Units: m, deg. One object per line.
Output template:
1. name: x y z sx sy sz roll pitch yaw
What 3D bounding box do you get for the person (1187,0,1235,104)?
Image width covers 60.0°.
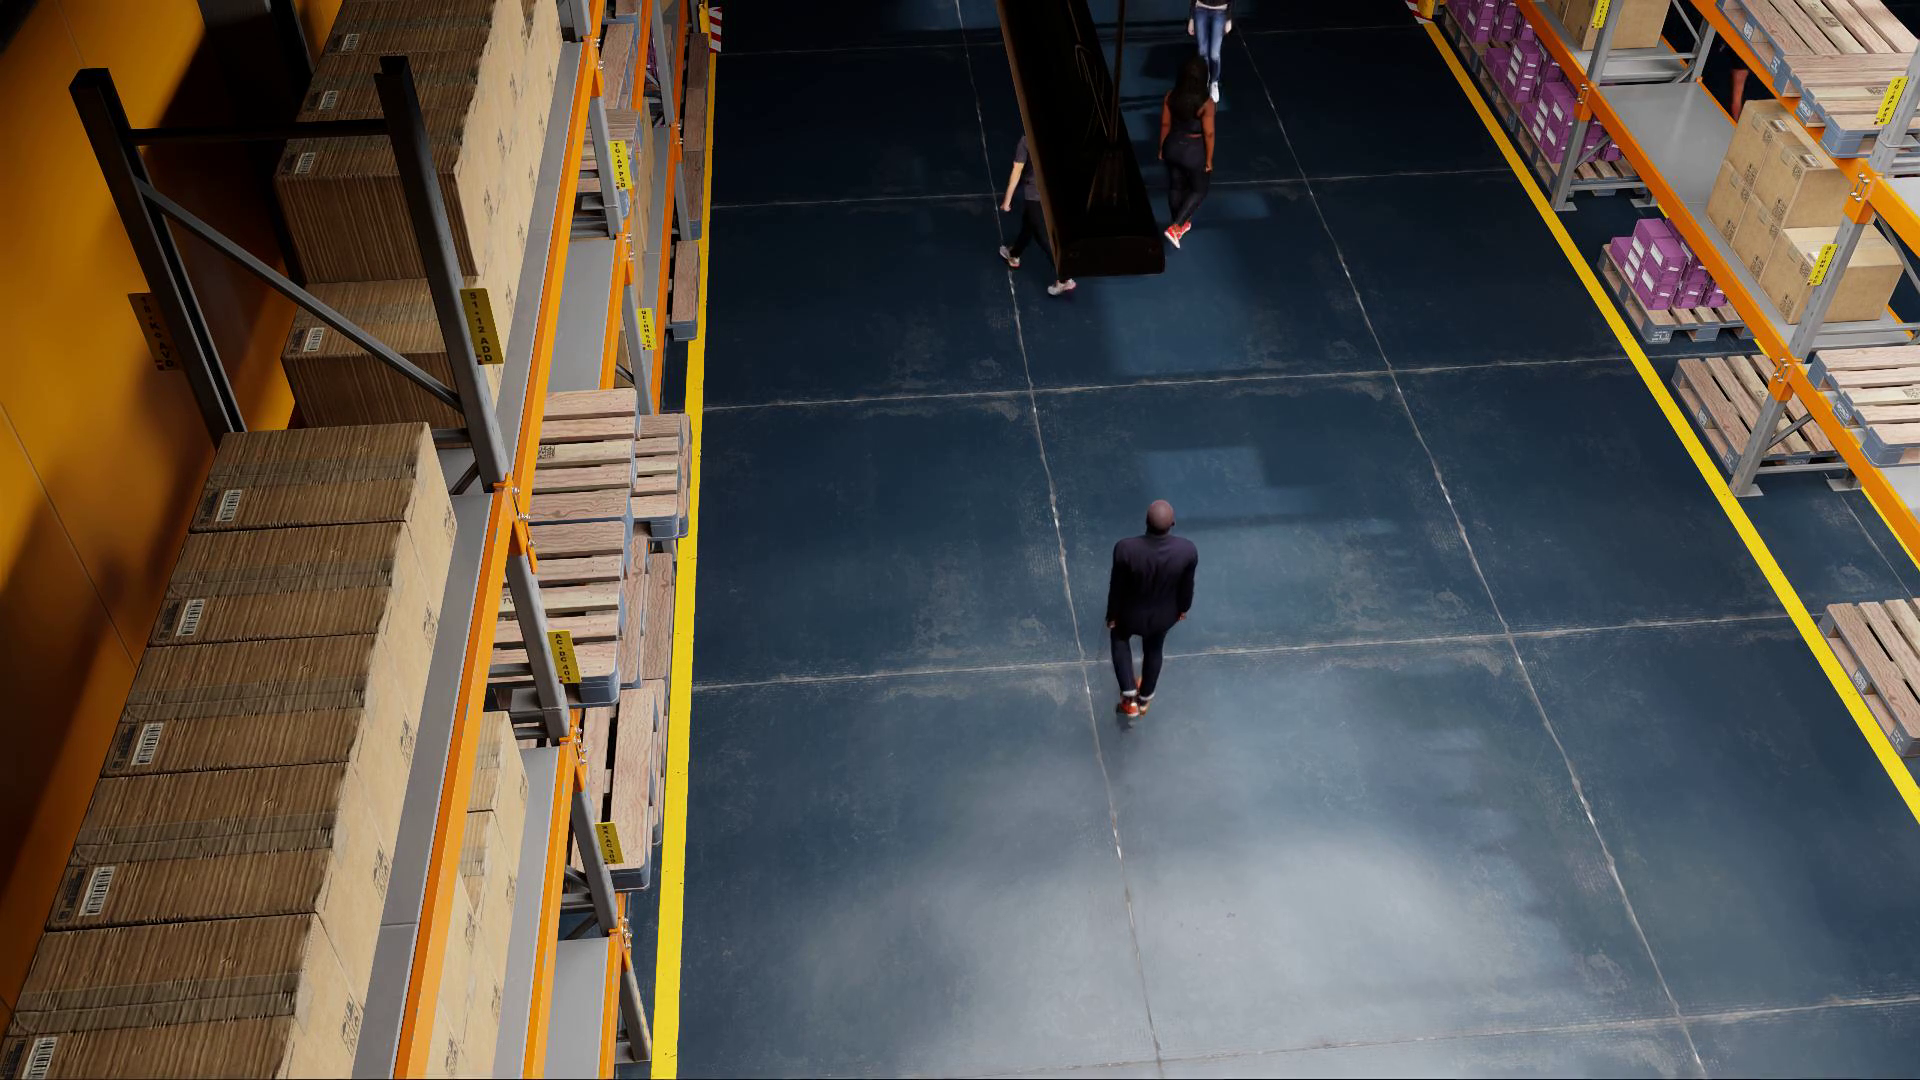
1. person: 2.495 -5.209 16.495 0.691 1.771 0.741 11 45 11

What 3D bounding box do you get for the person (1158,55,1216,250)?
1. person: 1.938 -3.328 14.501 0.956 1.799 1.039 24 49 23

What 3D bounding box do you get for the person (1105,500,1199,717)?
1. person: 1.173 0.512 10.465 0.722 1.806 0.712 -1 44 -1

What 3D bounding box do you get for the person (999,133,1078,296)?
1. person: 0.724 -2.888 14.098 1.156 1.718 1.314 -32 52 -29
